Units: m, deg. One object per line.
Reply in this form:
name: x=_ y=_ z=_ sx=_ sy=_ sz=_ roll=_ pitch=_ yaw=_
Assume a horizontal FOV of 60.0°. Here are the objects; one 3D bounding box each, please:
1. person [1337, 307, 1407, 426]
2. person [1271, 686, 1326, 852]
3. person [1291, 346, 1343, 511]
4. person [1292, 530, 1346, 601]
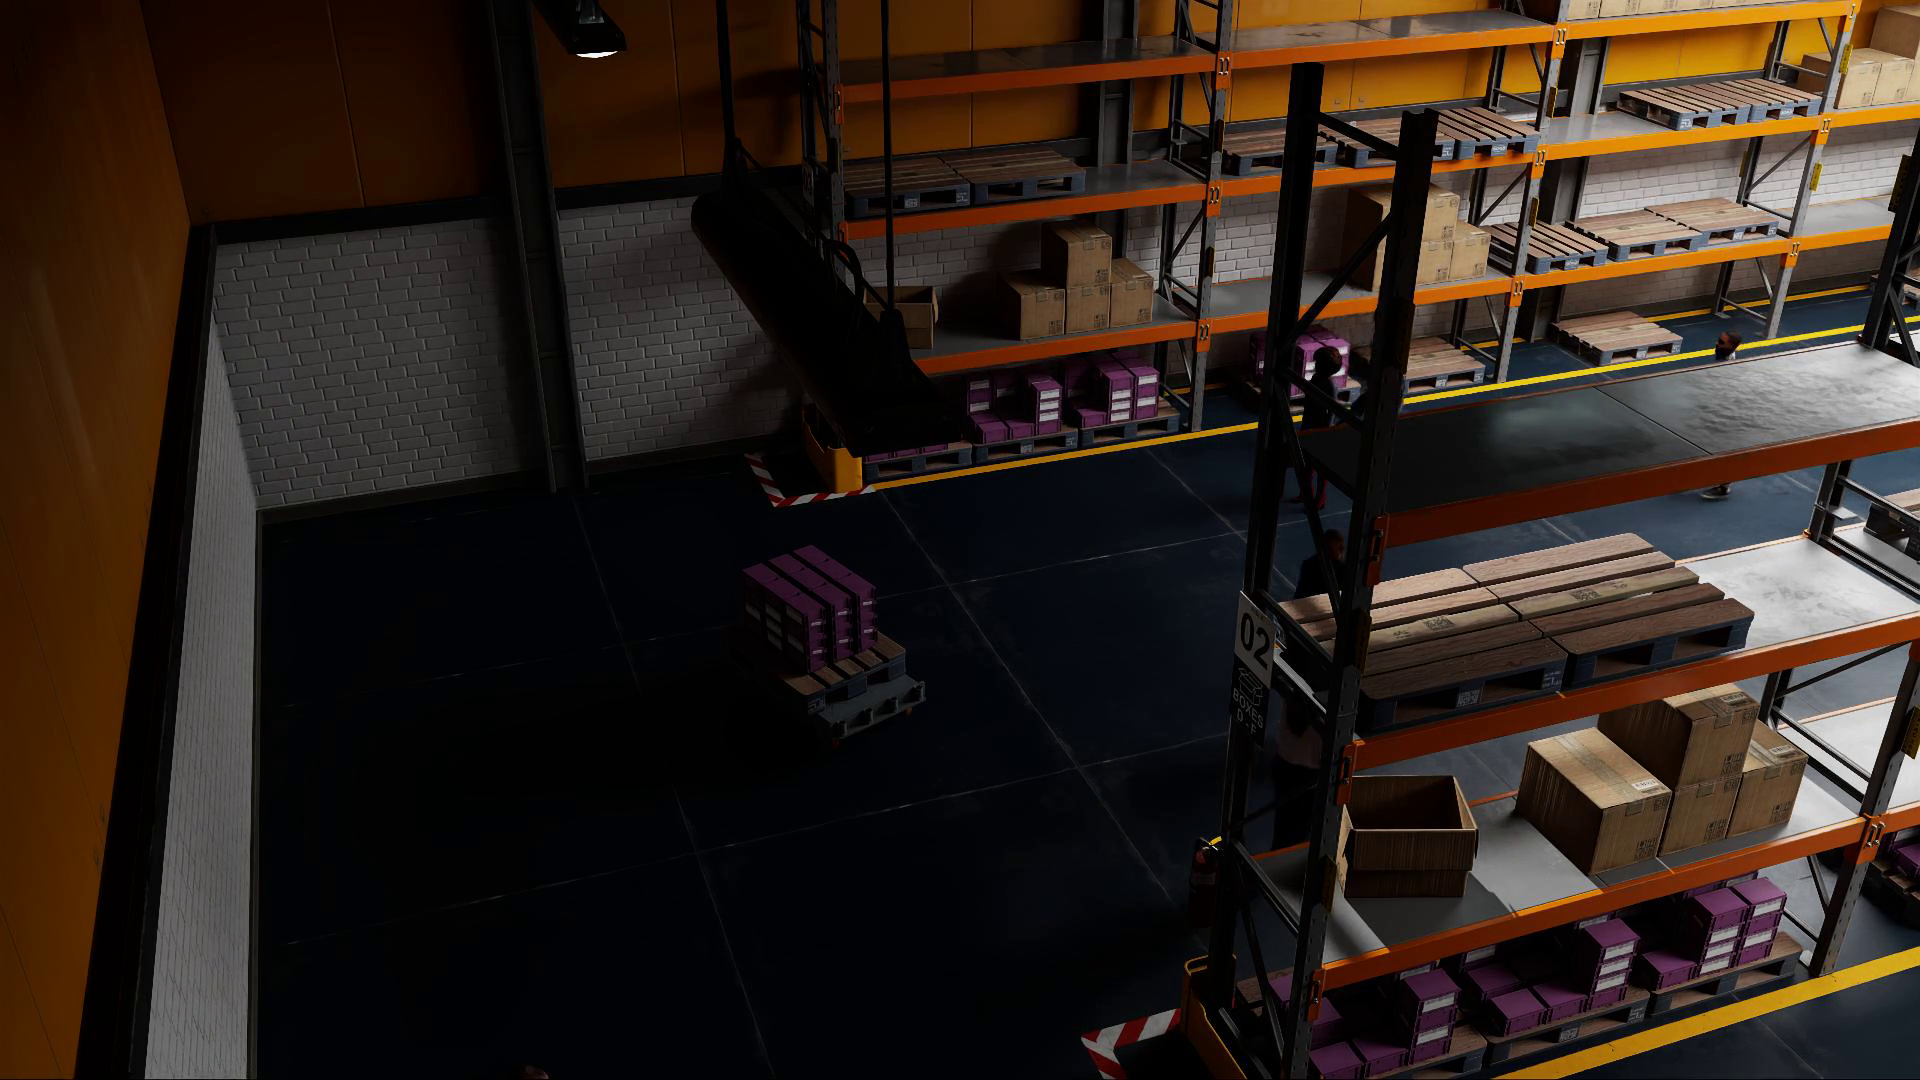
person: x=4.449 y=-1.833 z=17.598 sx=1.072 sy=1.827 sz=0.755 roll=-11 pitch=31 yaw=-20
person: x=2.312 y=1.586 z=11.500 sx=0.763 sy=1.664 sz=0.762 roll=-17 pitch=33 yaw=-28
person: x=3.531 y=-1.098 z=16.372 sx=0.502 sy=1.711 sz=0.573 roll=-10 pitch=30 yaw=-18
person: x=2.878 y=0.742 z=12.838 sx=1.248 sy=1.865 sz=1.006 roll=-23 pitch=36 yaw=-36
